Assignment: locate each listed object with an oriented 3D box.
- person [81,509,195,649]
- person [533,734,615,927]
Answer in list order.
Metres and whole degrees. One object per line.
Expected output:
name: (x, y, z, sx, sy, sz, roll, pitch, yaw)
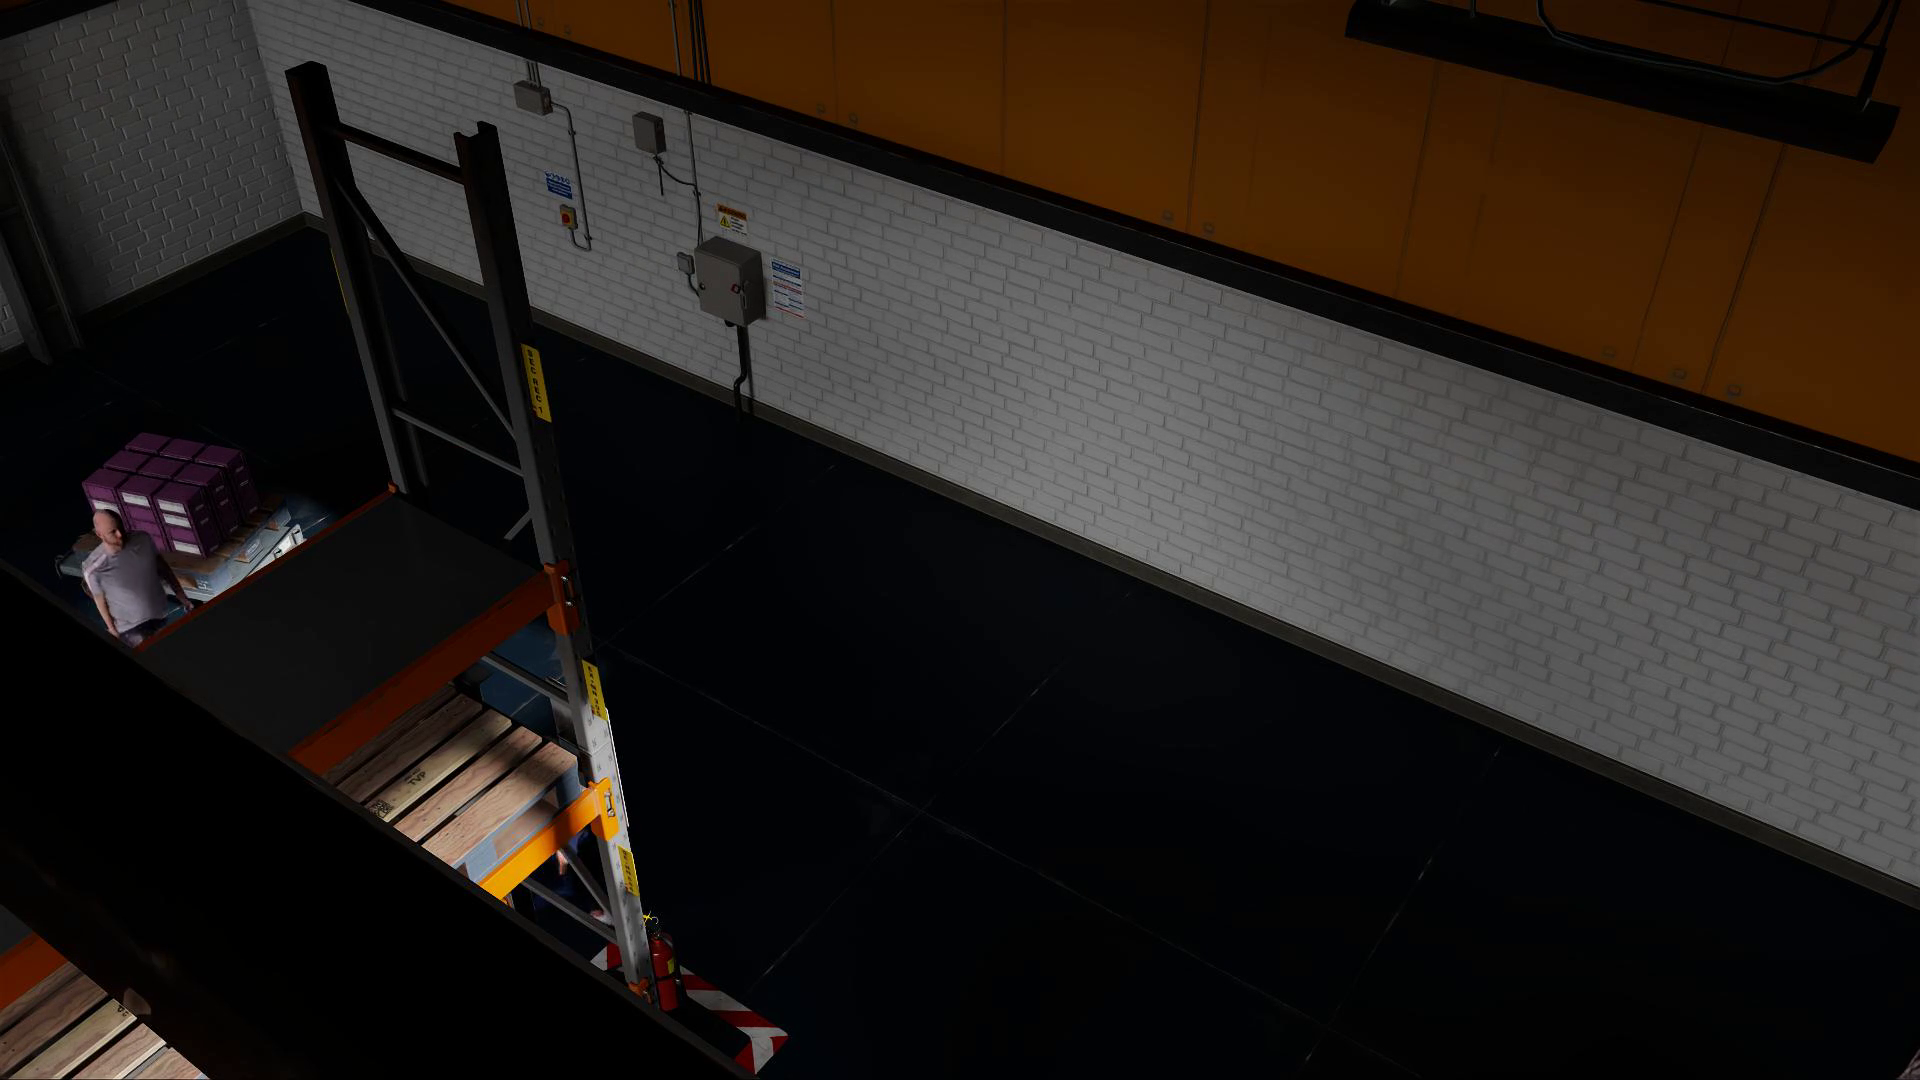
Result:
person: (-5.701, 0.492, 11.496, 0.778, 1.798, 1.051, 19, 43, 23)
person: (-2.433, 1.791, 9.907, 1.019, 1.751, 1.008, -3, 39, -4)
